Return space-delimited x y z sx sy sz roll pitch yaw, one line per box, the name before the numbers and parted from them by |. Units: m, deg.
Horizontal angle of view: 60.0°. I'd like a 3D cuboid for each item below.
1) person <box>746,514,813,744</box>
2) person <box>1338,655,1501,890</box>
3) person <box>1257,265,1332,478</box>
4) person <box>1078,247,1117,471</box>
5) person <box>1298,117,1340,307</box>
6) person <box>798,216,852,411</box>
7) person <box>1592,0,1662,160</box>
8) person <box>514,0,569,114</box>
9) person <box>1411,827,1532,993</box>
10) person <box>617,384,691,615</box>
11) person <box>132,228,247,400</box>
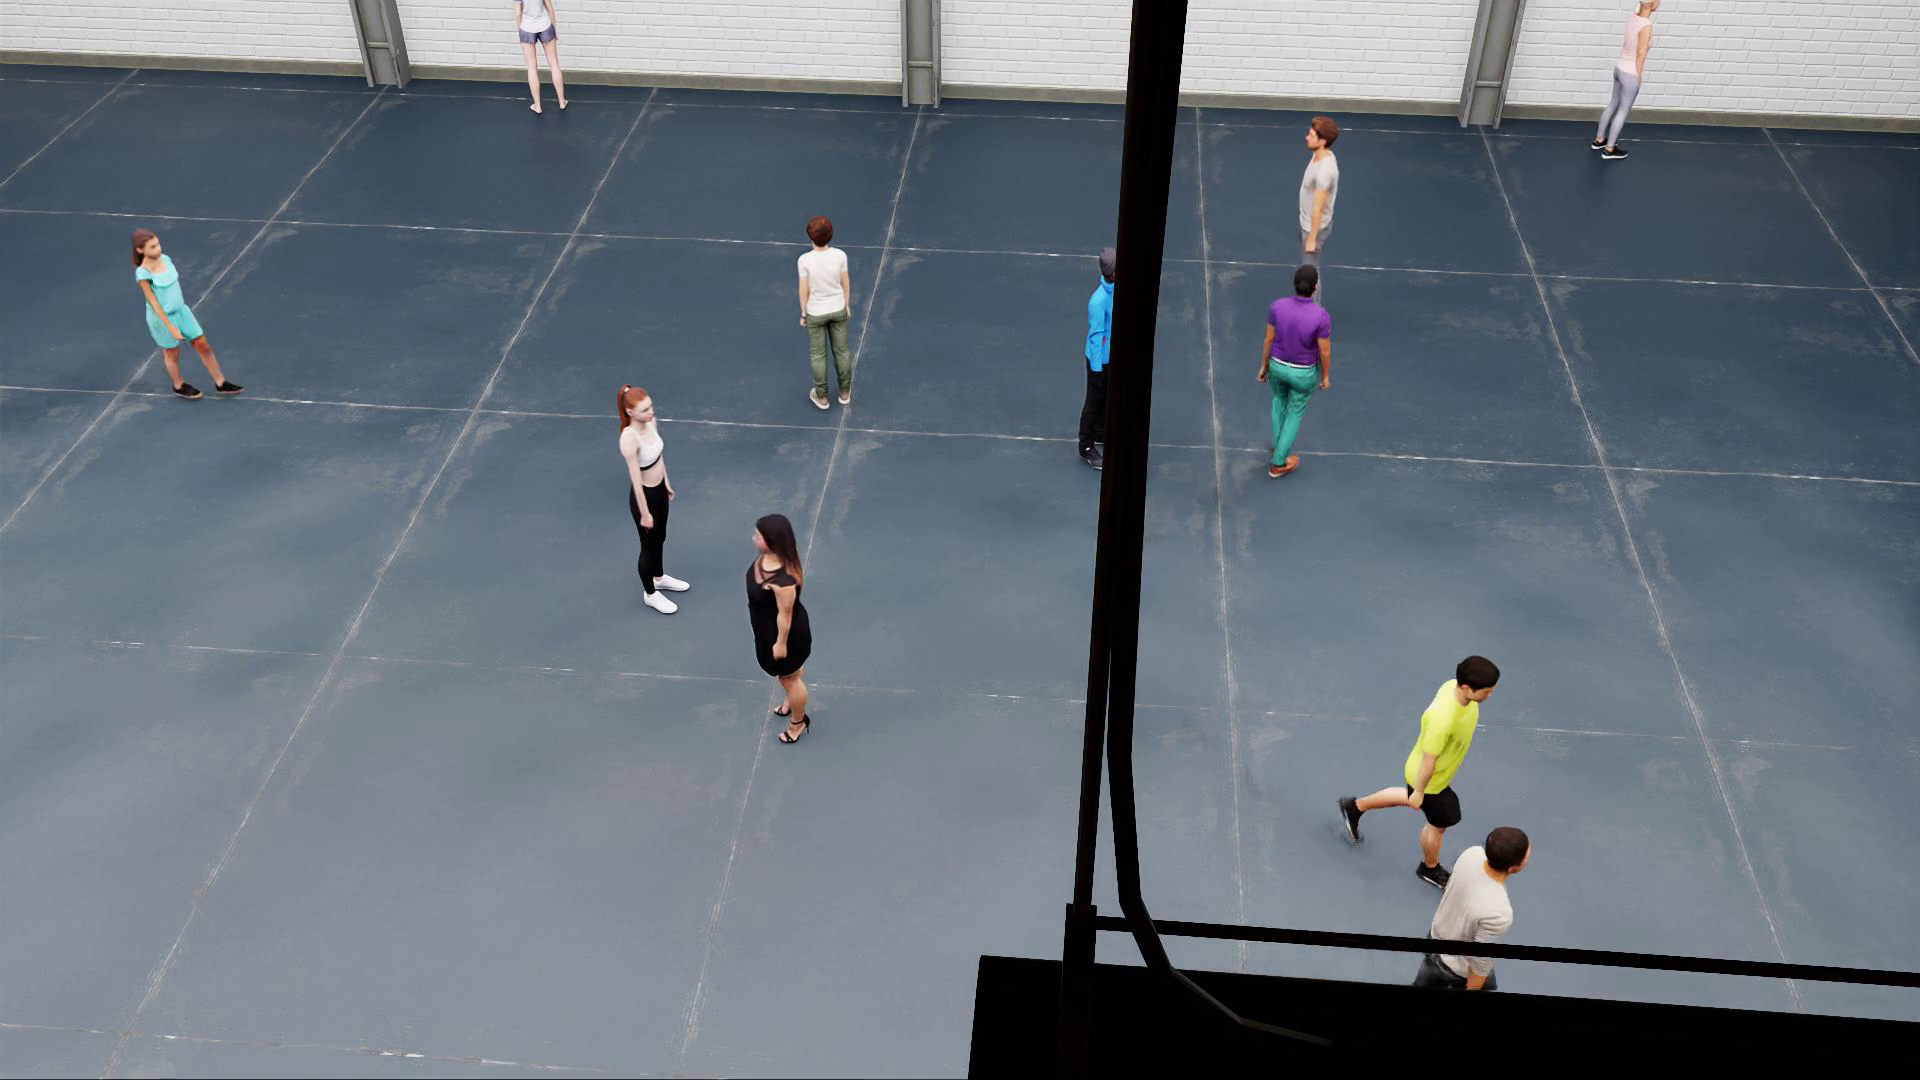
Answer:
person | -1.079 0.531 10.175 0.680 1.721 0.706 -6 39 -7
person | 2.562 1.249 9.315 1.142 1.671 0.912 18 42 21
person | 2.435 -1.223 12.347 0.803 1.751 0.874 21 43 24
person | 1.089 -1.395 12.528 0.688 1.794 0.696 21 43 24
person | 3.000 -2.655 14.025 0.519 1.894 0.642 2 39 2
person | -1.060 -1.798 13.145 0.588 1.655 0.698 -12 40 -14
person | 6.714 -4.697 16.719 0.551 1.723 0.566 -2 39 -3
person | -4.472 -5.390 17.551 0.629 1.767 0.722 -14 41 -16
person | 2.375 2.058 8.210 1.051 1.786 0.864 -10 40 -12
person | -2.099 -0.288 11.184 0.569 1.742 0.616 9 39 11
person | -6.350 -1.779 13.213 0.893 1.540 0.672 13 40 16
